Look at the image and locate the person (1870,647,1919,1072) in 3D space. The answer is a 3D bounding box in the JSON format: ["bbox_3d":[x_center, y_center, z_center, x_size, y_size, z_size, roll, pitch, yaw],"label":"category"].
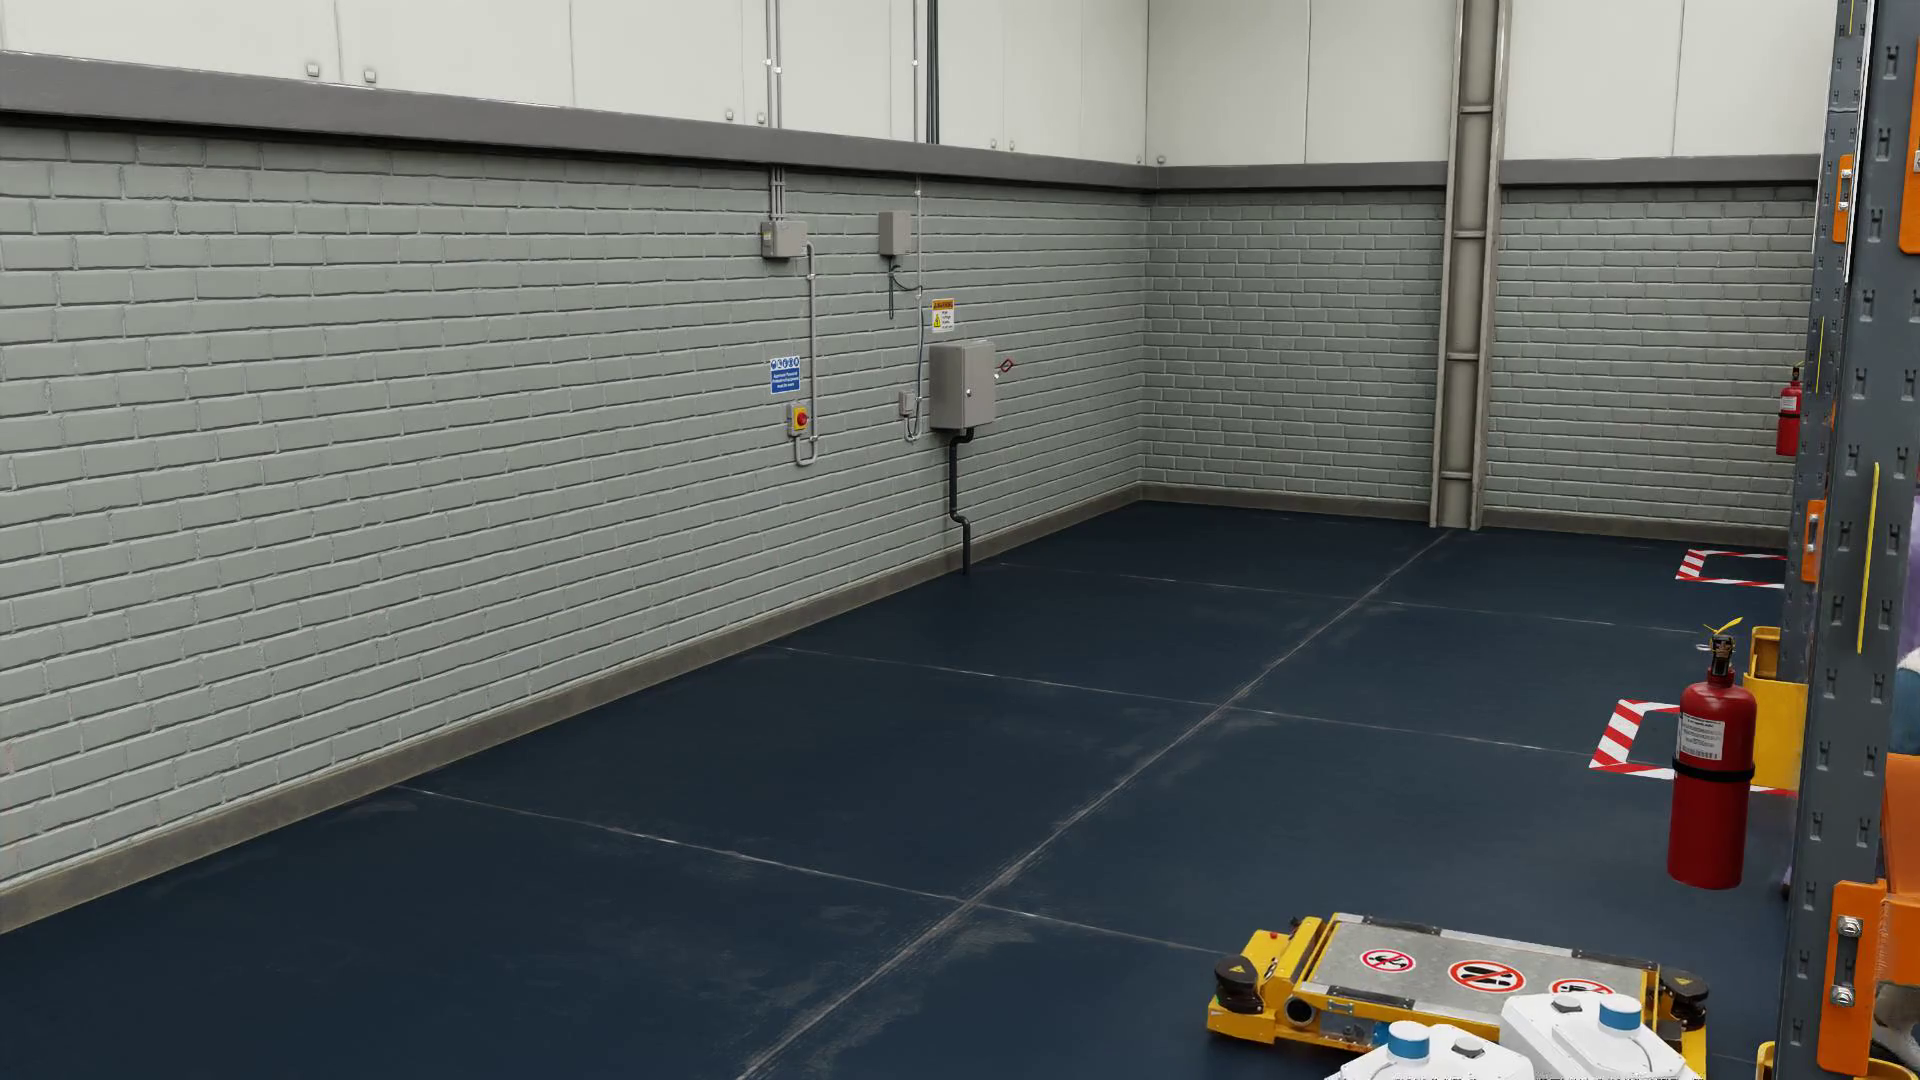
[{"bbox_3d":[2.885,0.842,4.815,0.560,1.620,0.552,-5,11,-24],"label":"person"}]

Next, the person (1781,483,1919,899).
[{"bbox_3d":[3.566,0.499,6.035,1.013,1.848,0.672,2,11,10],"label":"person"}]

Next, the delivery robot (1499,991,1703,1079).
[{"bbox_3d":[1.693,1.420,4.301,0.477,0.478,0.707,-2,10,-8],"label":"delivery robot"}]

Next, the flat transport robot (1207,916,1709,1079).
[{"bbox_3d":[1.557,1.443,5.205,1.431,0.197,0.652,5,11,23],"label":"flat transport robot"}]

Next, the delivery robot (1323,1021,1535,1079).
[{"bbox_3d":[1.111,1.447,4.154,0.707,0.478,0.477,-8,13,-38],"label":"delivery robot"}]
